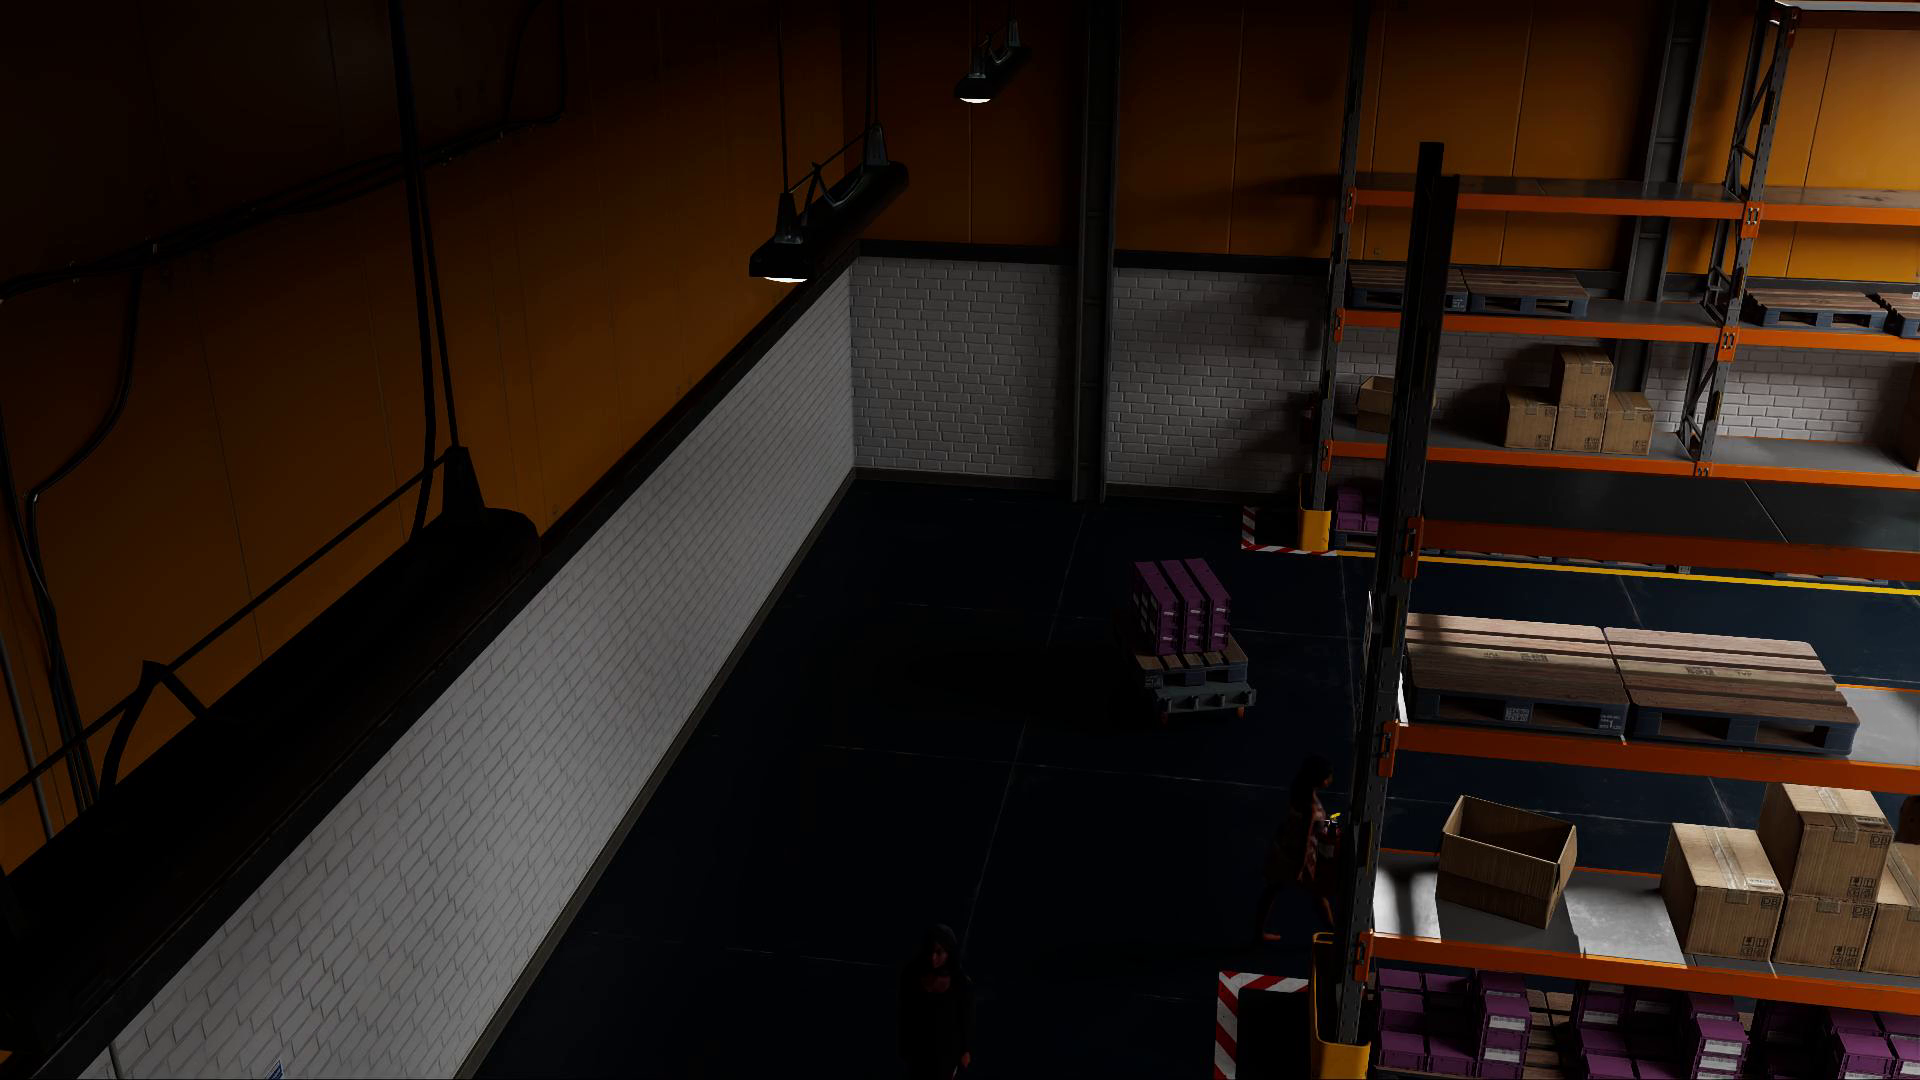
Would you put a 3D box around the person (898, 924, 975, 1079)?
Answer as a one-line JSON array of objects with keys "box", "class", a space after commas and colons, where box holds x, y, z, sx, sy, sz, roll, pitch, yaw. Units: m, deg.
[{"box": [-0.134, 3.033, 10.145, 0.940, 1.700, 0.773, 7, 25, 16], "class": "person"}]

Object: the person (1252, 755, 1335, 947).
[{"box": [2.348, 2.276, 11.987, 1.110, 1.610, 0.864, -6, 24, -13], "class": "person"}]
